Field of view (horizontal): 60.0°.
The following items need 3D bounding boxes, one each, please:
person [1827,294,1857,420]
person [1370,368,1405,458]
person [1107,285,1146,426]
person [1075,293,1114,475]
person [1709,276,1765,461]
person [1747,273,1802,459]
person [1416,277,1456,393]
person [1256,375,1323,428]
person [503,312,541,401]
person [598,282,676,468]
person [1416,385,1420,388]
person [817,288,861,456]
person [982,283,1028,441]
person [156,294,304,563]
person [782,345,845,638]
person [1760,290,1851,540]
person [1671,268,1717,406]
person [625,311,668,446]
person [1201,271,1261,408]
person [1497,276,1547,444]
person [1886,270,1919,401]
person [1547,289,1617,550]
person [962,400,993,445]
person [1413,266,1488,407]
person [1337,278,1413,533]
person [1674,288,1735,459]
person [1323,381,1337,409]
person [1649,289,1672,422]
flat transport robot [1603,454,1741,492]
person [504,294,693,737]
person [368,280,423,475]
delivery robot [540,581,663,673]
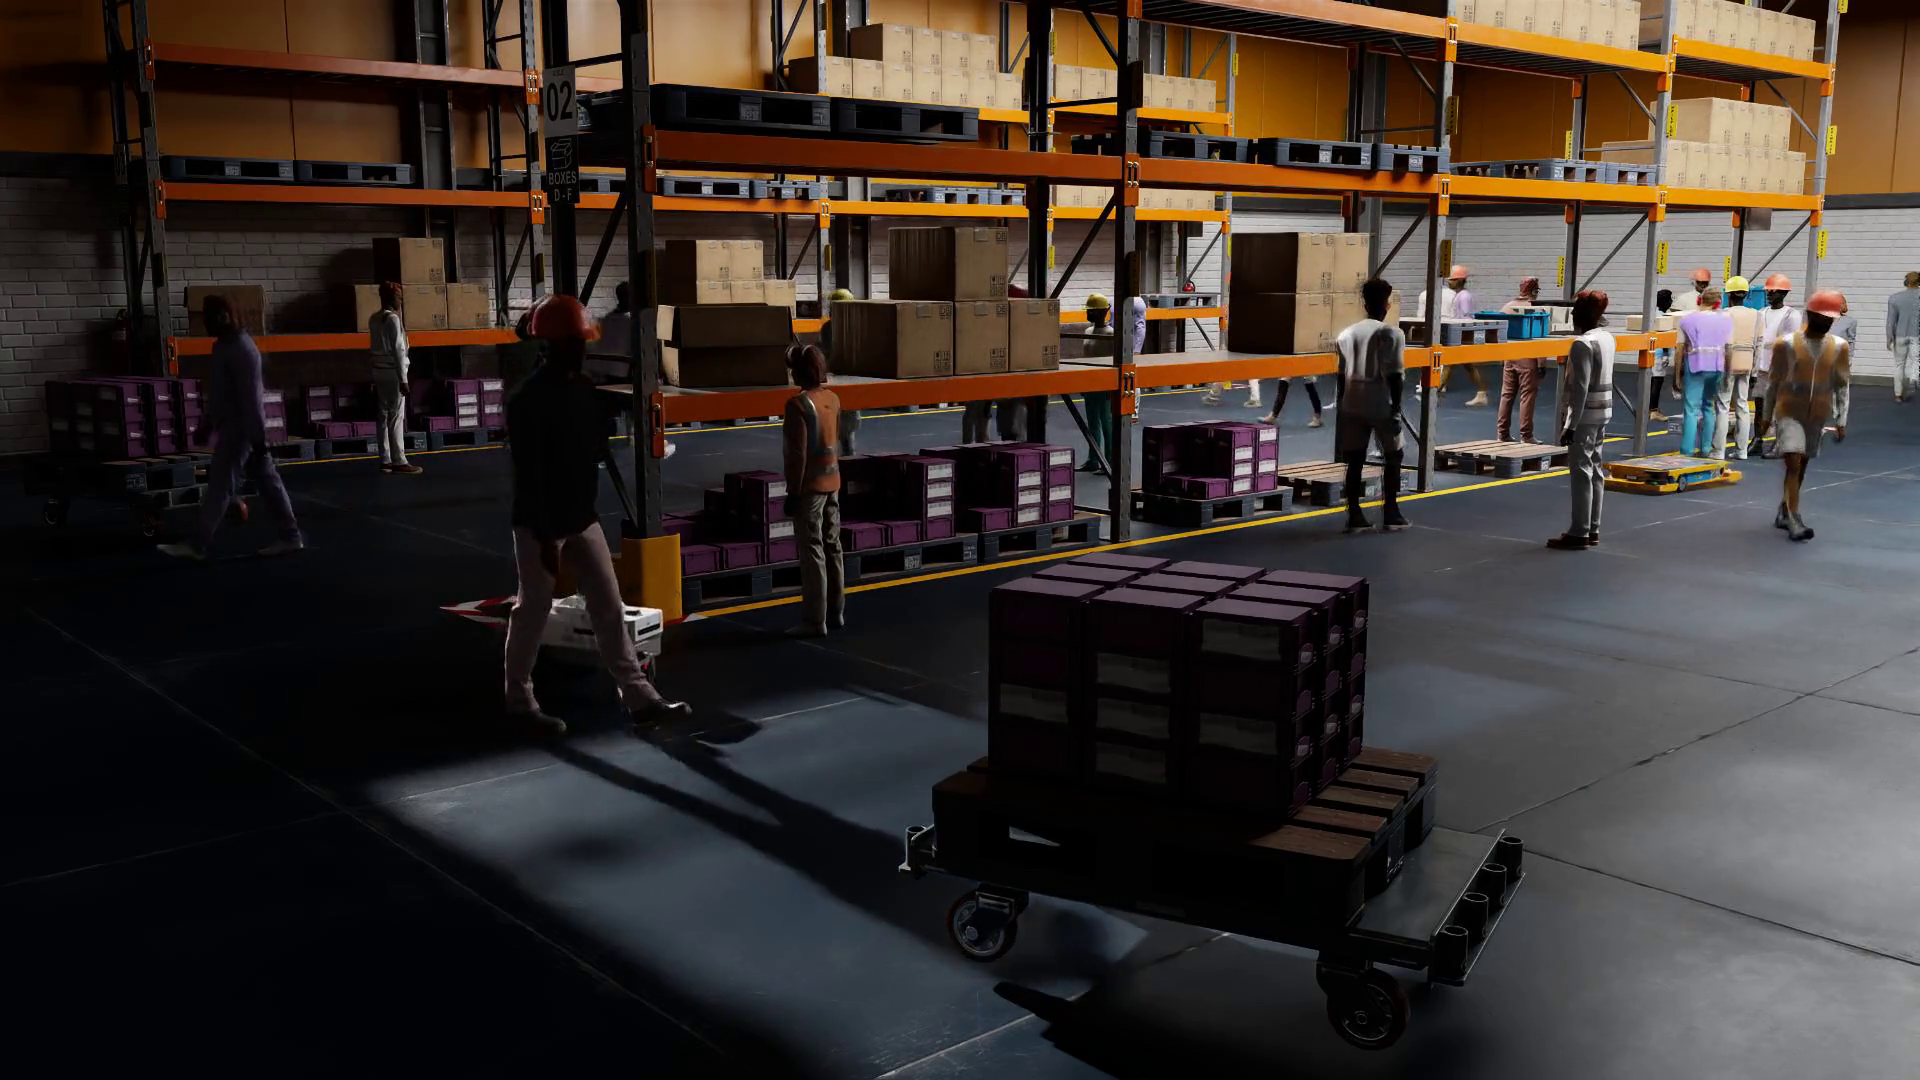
[{"bbox_3d":[11.306,-2.361,21.552,0.500,1.633,0.285,6,11,30],"label":"person"},{"bbox_3d":[4.396,-1.665,17.509,0.604,1.620,0.517,-9,13,-43],"label":"person"},{"bbox_3d":[2.062,-2.398,20.879,0.353,1.936,0.635,-7,12,-34],"label":"person"},{"bbox_3d":[1.334,-1.518,16.233,0.310,1.768,0.533,-6,11,-30],"label":"person"},{"bbox_3d":[8.041,-1.780,17.331,0.589,1.919,0.397,-2,10,-9],"label":"person"},{"bbox_3d":[8.515,-1.818,17.472,0.354,1.942,0.545,-4,11,-24],"label":"person"},{"bbox_3d":[7.391,-3.220,25.828,0.647,1.897,0.399,-1,10,-4],"label":"person"},{"bbox_3d":[4.122,-2.194,20.519,0.895,1.632,0.593,-4,11,-24],"label":"person"},{"bbox_3d":[-3.795,-1.205,14.786,0.501,1.631,0.287,0,10,3],"label":"person"},{"bbox_3d":[-3.367,-1.671,16.856,0.613,1.859,1.042,6,12,33],"label":"person"},{"bbox_3d":[7.613,-3.382,26.842,0.507,1.872,0.329,-9,13,-42],"label":"person"},{"bbox_3d":[-1.184,-1.551,16.278,0.739,1.810,0.595,-8,12,-38],"label":"person"},{"bbox_3d":[0.501,-1.226,14.117,0.878,1.914,0.553,-9,13,-43],"label":"person"},{"bbox_3d":[-5.110,-0.771,11.596,0.972,1.848,0.634,-4,11,-23],"label":"person"},{"bbox_3d":[-0.825,-0.271,9.307,0.310,1.636,0.523,4,11,23],"label":"person"},{"bbox_3d":[6.422,-0.953,12.636,0.544,1.875,0.998,2,10,9],"label":"person"},{"bbox_3d":[10.568,-2.936,23.965,0.629,1.966,0.886,0,10,3],"label":"person"},{"bbox_3d":[-3.549,-1.957,18.587,0.634,1.839,0.429,6,12,33],"label":"person"},{"bbox_3d":[3.885,-2.827,23.419,0.626,1.943,1.049,-7,12,-35],"label":"person"},{"bbox_3d":[6.394,-2.025,18.835,0.395,1.899,0.640,-6,11,-31],"label":"person"},{"bbox_3d":[13.763,-2.941,24.105,0.638,1.923,0.740,5,11,27],"label":"person"},{"bbox_3d":[4.532,-0.868,12.080,0.354,1.884,0.576,8,12,39],"label":"person"},{"bbox_3d":[0.212,-1.620,16.640,0.403,1.827,0.599,-5,11,-28],"label":"person"},{"bbox_3d":[6.999,-2.859,23.452,1.066,1.984,0.638,2,10,10],"label":"person"},{"bbox_3d":[3.232,-1.029,12.807,0.661,1.948,0.643,-8,13,-40],"label":"person"},{"bbox_3d":[7.696,-1.698,17.224,0.583,1.796,0.710,1,10,5],"label":"person"},{"bbox_3d":[5.511,-2.649,23.029,0.804,1.714,0.496,-1,10,-3],"label":"person"},{"bbox_3d":[9.039,-2.382,21.483,0.316,1.700,0.540,1,10,5],"label":"person"},{"bbox_3d":[6.553,-0.628,15.388,1.431,0.197,0.652,-7,12,-37],"label":"flat transport robot"},{"bbox_3d":[-1.643,-0.071,7.205,0.938,1.951,0.635,4,11,24],"label":"person"},{"bbox_3d":[-5.546,-1.580,16.240,0.354,1.887,0.572,-9,13,-41],"label":"person"},{"bbox_3d":[-1.801,0.432,8.079,0.707,0.478,0.477,4,11,23],"label":"delivery robot"}]
